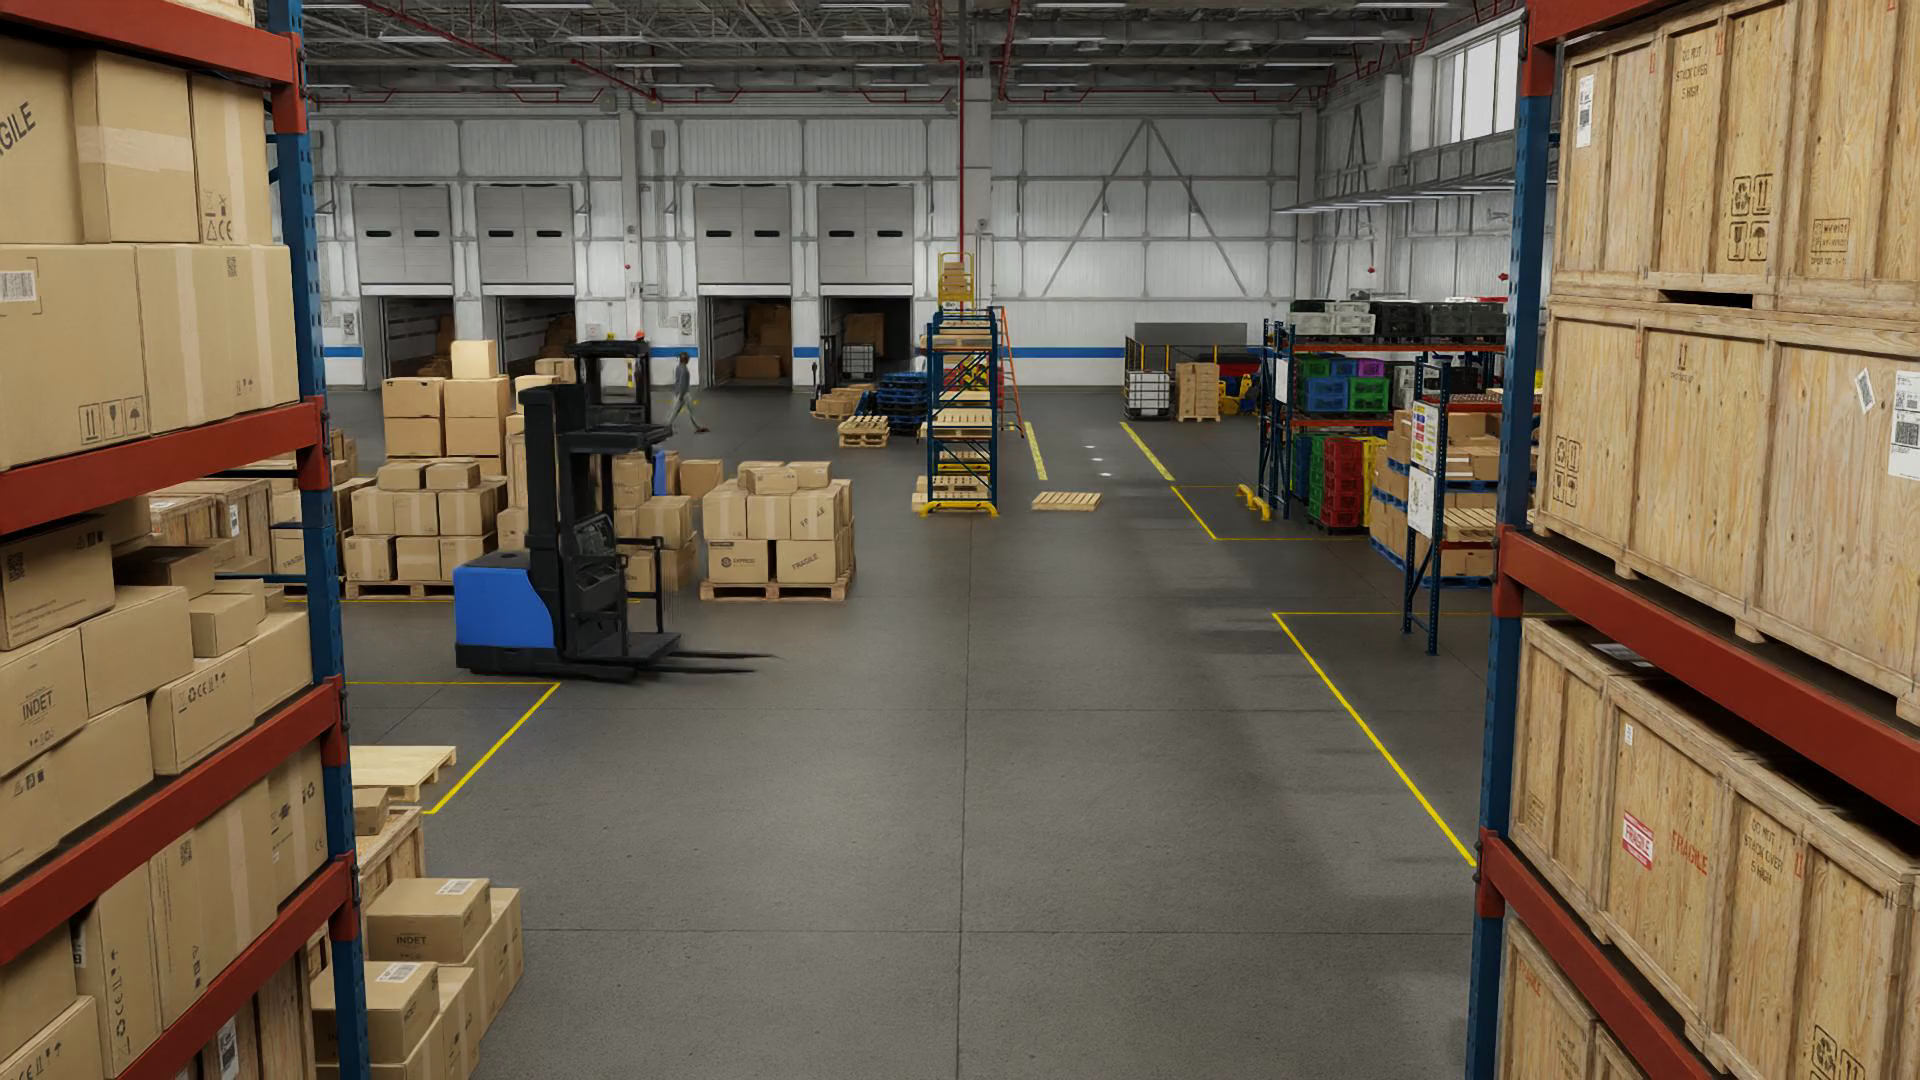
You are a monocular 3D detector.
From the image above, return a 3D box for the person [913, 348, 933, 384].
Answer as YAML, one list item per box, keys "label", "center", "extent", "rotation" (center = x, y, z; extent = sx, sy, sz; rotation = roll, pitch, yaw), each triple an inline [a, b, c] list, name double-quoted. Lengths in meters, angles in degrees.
- label: "person"
  center: [-0.879, -3.869, 40.927]
  extent: [0.499, 1.866, 0.607]
  rotation: [-10, 14, -44]

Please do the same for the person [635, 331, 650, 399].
- label: "person"
  center: [-8.990, -4.944, 46.978]
  extent: [0.544, 1.929, 0.387]
  rotation: [8, 13, 38]

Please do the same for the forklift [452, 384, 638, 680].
- label: "forklift"
  center: [-3.974, -0.127, 16.433]
  extent: [1.873, 2.768, 1.129]
  rotation: [2, 10, 9]

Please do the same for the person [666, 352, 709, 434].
- label: "person"
  center: [-6.297, -3.334, 37.823]
  extent: [1.030, 1.892, 0.640]
  rotation: [-3, 10, -19]

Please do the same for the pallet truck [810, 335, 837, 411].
- label: "pallet truck"
  center: [-3.021, -4.312, 43.126]
  extent: [1.885, 1.965, 0.823]
  rotation: [3, 10, 17]

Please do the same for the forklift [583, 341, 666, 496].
- label: "forklift"
  center: [-5.078, -1.578, 24.804]
  extent: [1.129, 2.768, 1.873]
  rotation: [0, 10, 1]
